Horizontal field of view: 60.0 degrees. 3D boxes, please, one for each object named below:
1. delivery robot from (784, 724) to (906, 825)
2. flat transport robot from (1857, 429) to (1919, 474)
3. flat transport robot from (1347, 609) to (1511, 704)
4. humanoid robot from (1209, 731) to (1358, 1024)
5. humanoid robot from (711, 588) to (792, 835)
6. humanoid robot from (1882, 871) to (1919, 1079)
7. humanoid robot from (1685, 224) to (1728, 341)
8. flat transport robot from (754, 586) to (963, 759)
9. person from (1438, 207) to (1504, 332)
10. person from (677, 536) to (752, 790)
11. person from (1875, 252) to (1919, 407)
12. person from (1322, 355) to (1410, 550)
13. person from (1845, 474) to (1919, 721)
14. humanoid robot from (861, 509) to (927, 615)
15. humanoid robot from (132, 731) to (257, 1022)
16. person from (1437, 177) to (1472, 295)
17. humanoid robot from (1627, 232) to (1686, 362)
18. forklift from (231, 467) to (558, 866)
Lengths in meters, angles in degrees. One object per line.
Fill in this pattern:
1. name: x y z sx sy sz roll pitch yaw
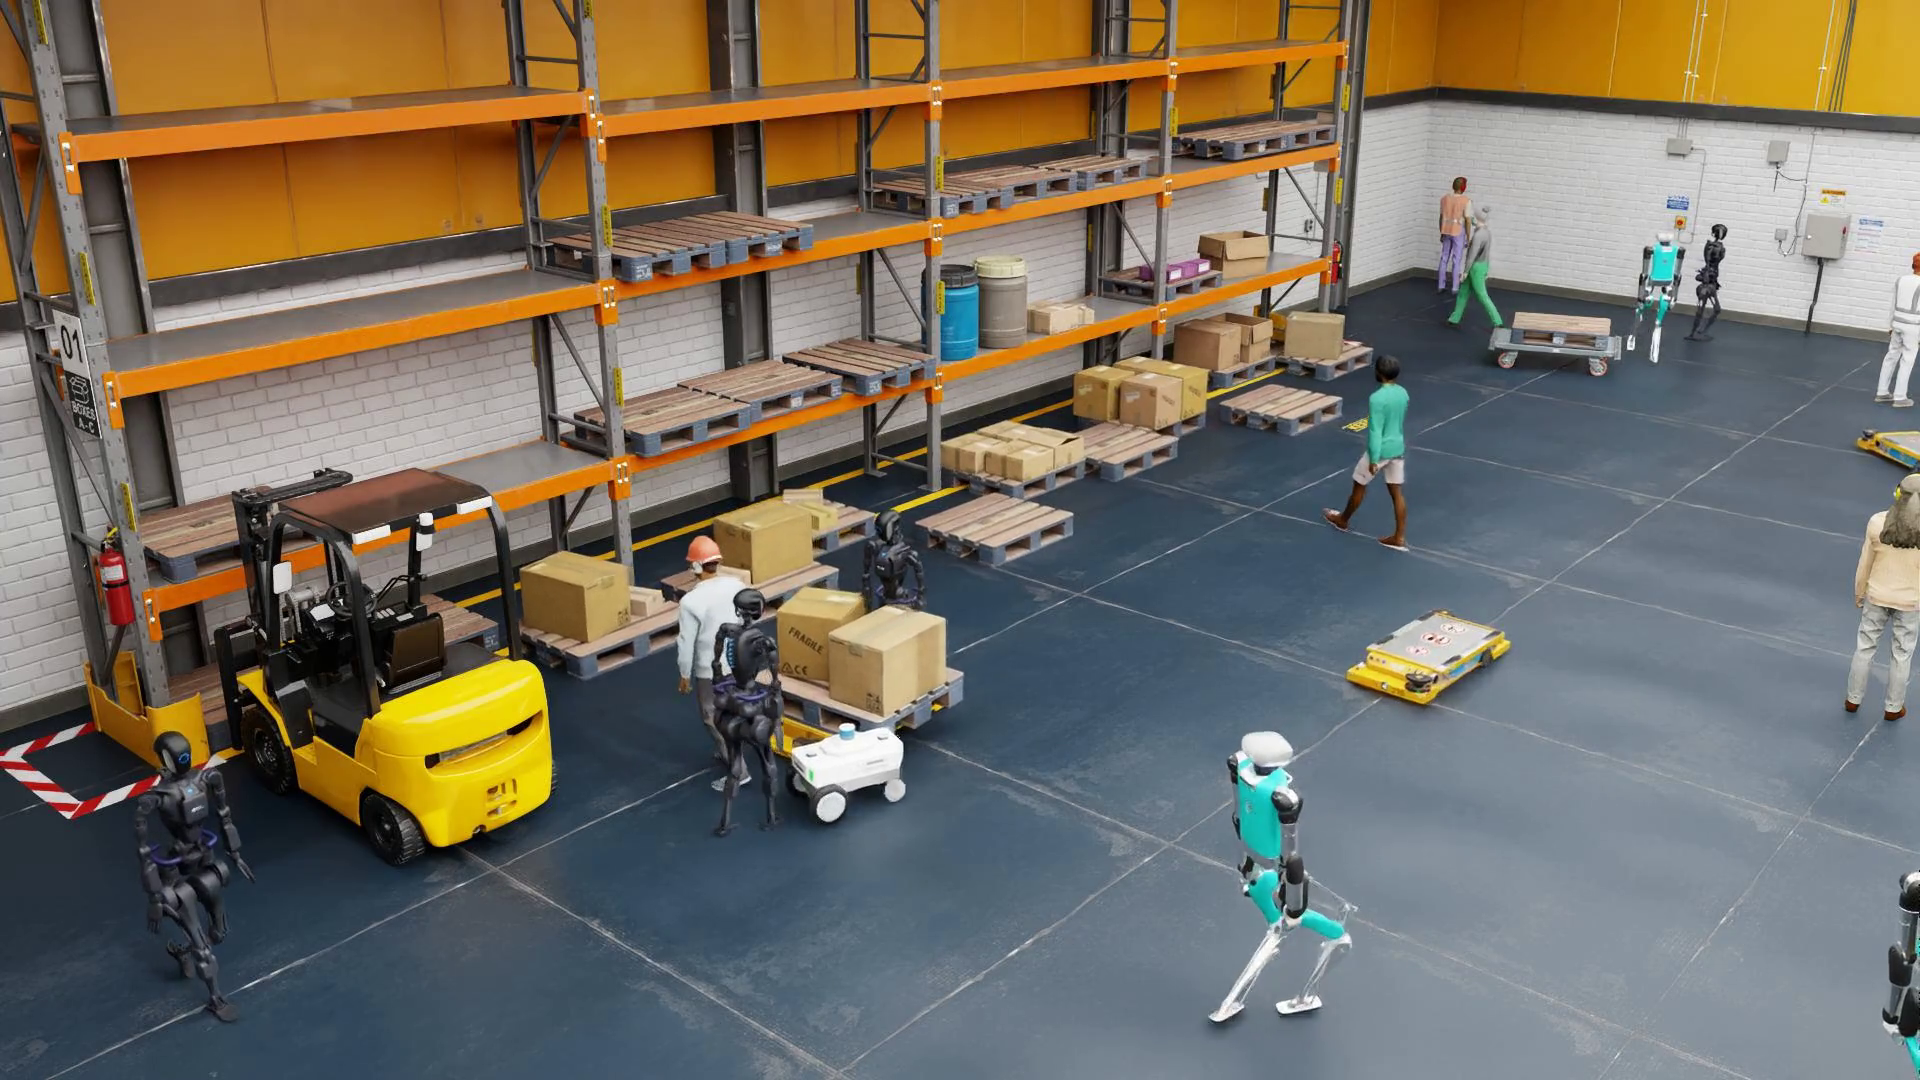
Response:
1. delivery robot: -0.768 1.523 11.040 0.804 0.614 0.499 -10 23 -26
2. flat transport robot: 10.481 -0.912 18.023 0.659 0.231 1.431 -3 20 -7
3. flat transport robot: 3.711 0.904 13.102 0.659 0.231 1.431 18 27 40
4. humanoid robot: 1.763 1.767 8.653 0.851 1.758 0.548 -9 22 -23
5. humanoid robot: -1.394 1.103 10.582 0.608 1.645 0.427 14 24 33
6. humanoid robot: 4.462 2.203 7.388 0.545 1.751 0.678 0 20 -1
7. humanoid robot: 10.497 -3.597 23.272 0.458 1.641 0.612 16 25 36
8. flat transport robot: -0.741 1.269 12.112 0.659 0.231 1.431 14 25 34
9. person: 7.464 -3.903 23.925 0.945 1.799 0.504 10 23 25
10. person: -1.618 0.825 11.244 0.594 1.715 0.600 14 25 34
11. person: 11.483 -2.551 20.151 0.355 1.878 0.566 -5 21 -13
12. person: 3.914 -0.858 15.650 0.528 1.796 0.972 -13 24 -32
13. person: 6.798 0.421 12.094 0.552 1.877 0.414 15 25 34
14. humanoid robot: -0.460 0.543 12.049 0.590 1.647 0.336 12 24 30
15. humanoid robot: -4.131 1.741 8.820 0.660 1.632 0.601 11 23 27
16. person: 7.812 -4.813 26.314 0.390 1.846 0.566 -17 26 -38
17. humanoid robot: 9.365 -3.338 22.531 0.543 1.778 0.988 2 20 6
18. forklift: -3.730 0.710 10.856 2.313 2.155 1.214 17 26 38
